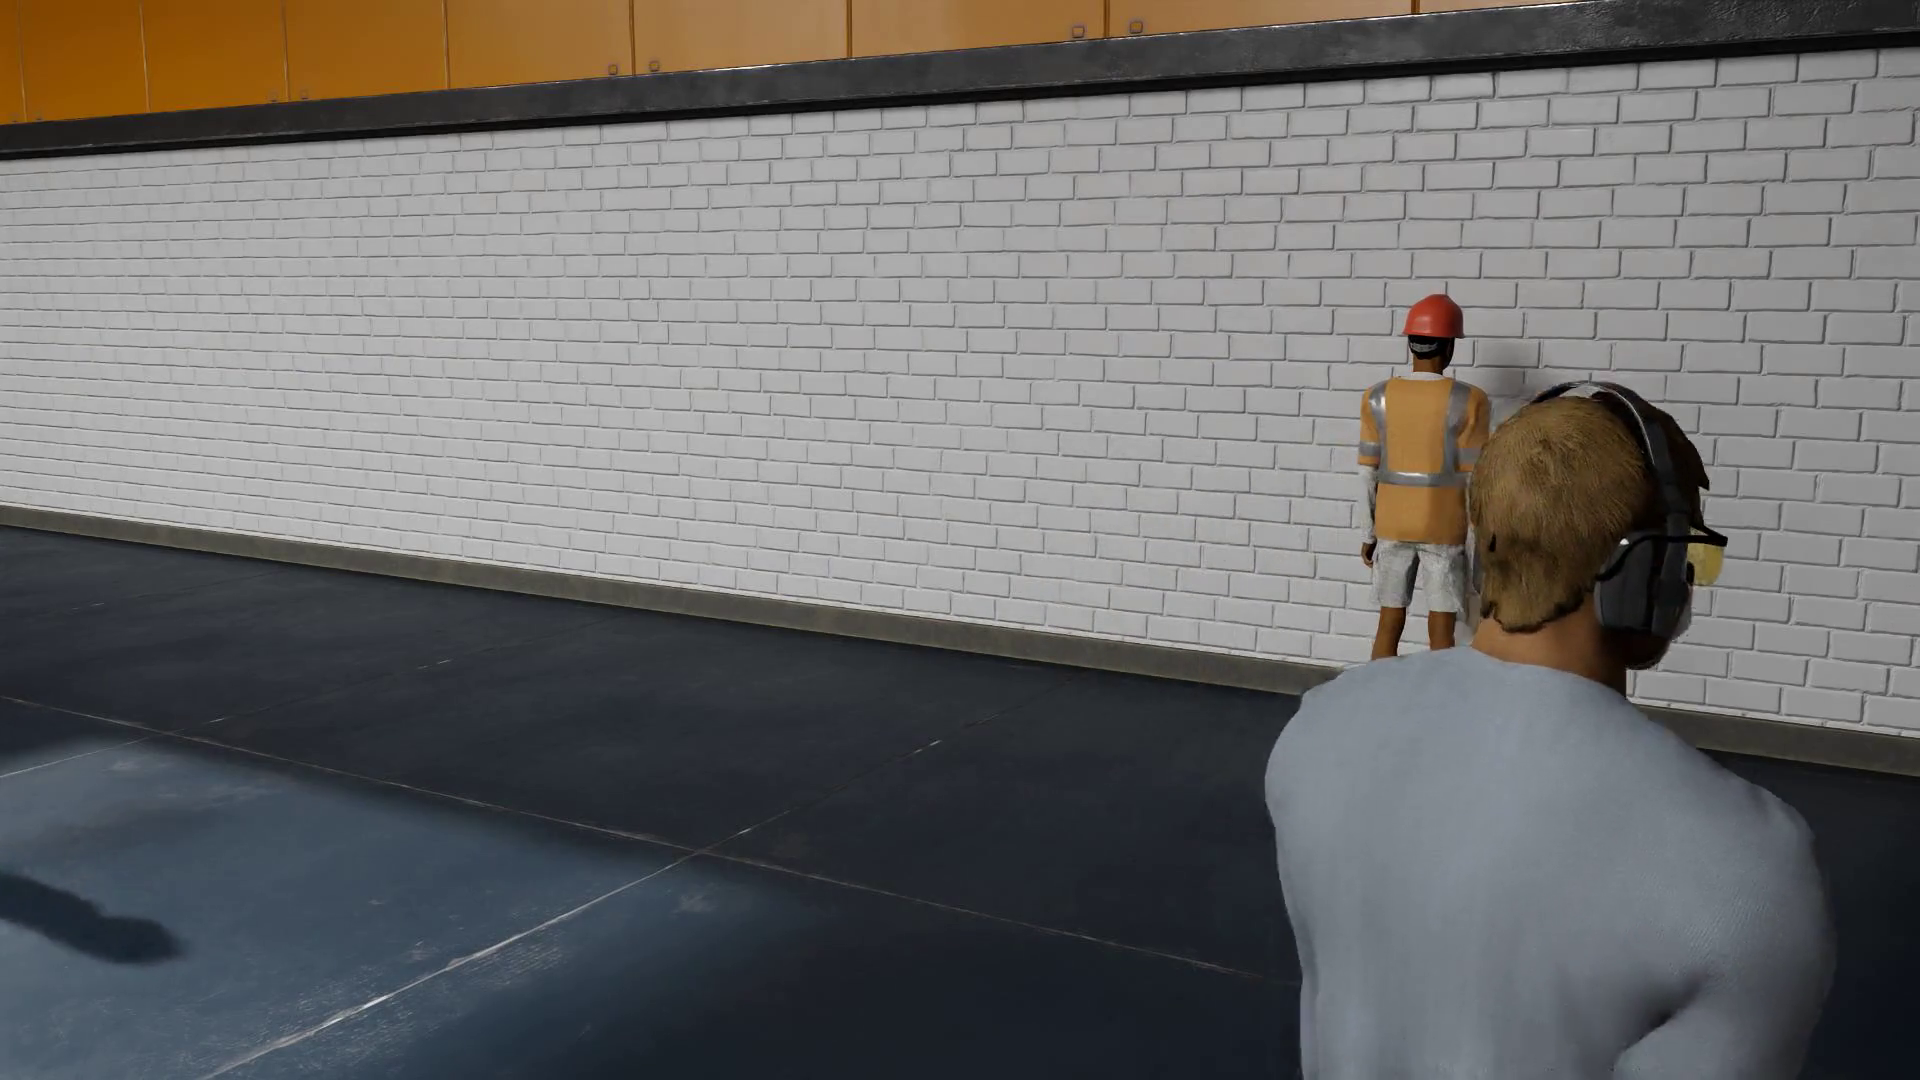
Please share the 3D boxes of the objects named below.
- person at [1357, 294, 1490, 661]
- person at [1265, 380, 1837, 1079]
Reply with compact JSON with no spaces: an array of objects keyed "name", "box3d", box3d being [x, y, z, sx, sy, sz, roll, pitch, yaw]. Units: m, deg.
[{"name":"person","box3d":[1.930,-0.045,6.925,0.549,1.937,0.358,6,11,32]},{"name":"person","box3d":[0.576,0.801,1.709,0.445,1.924,0.629,-6,11,-35]}]
